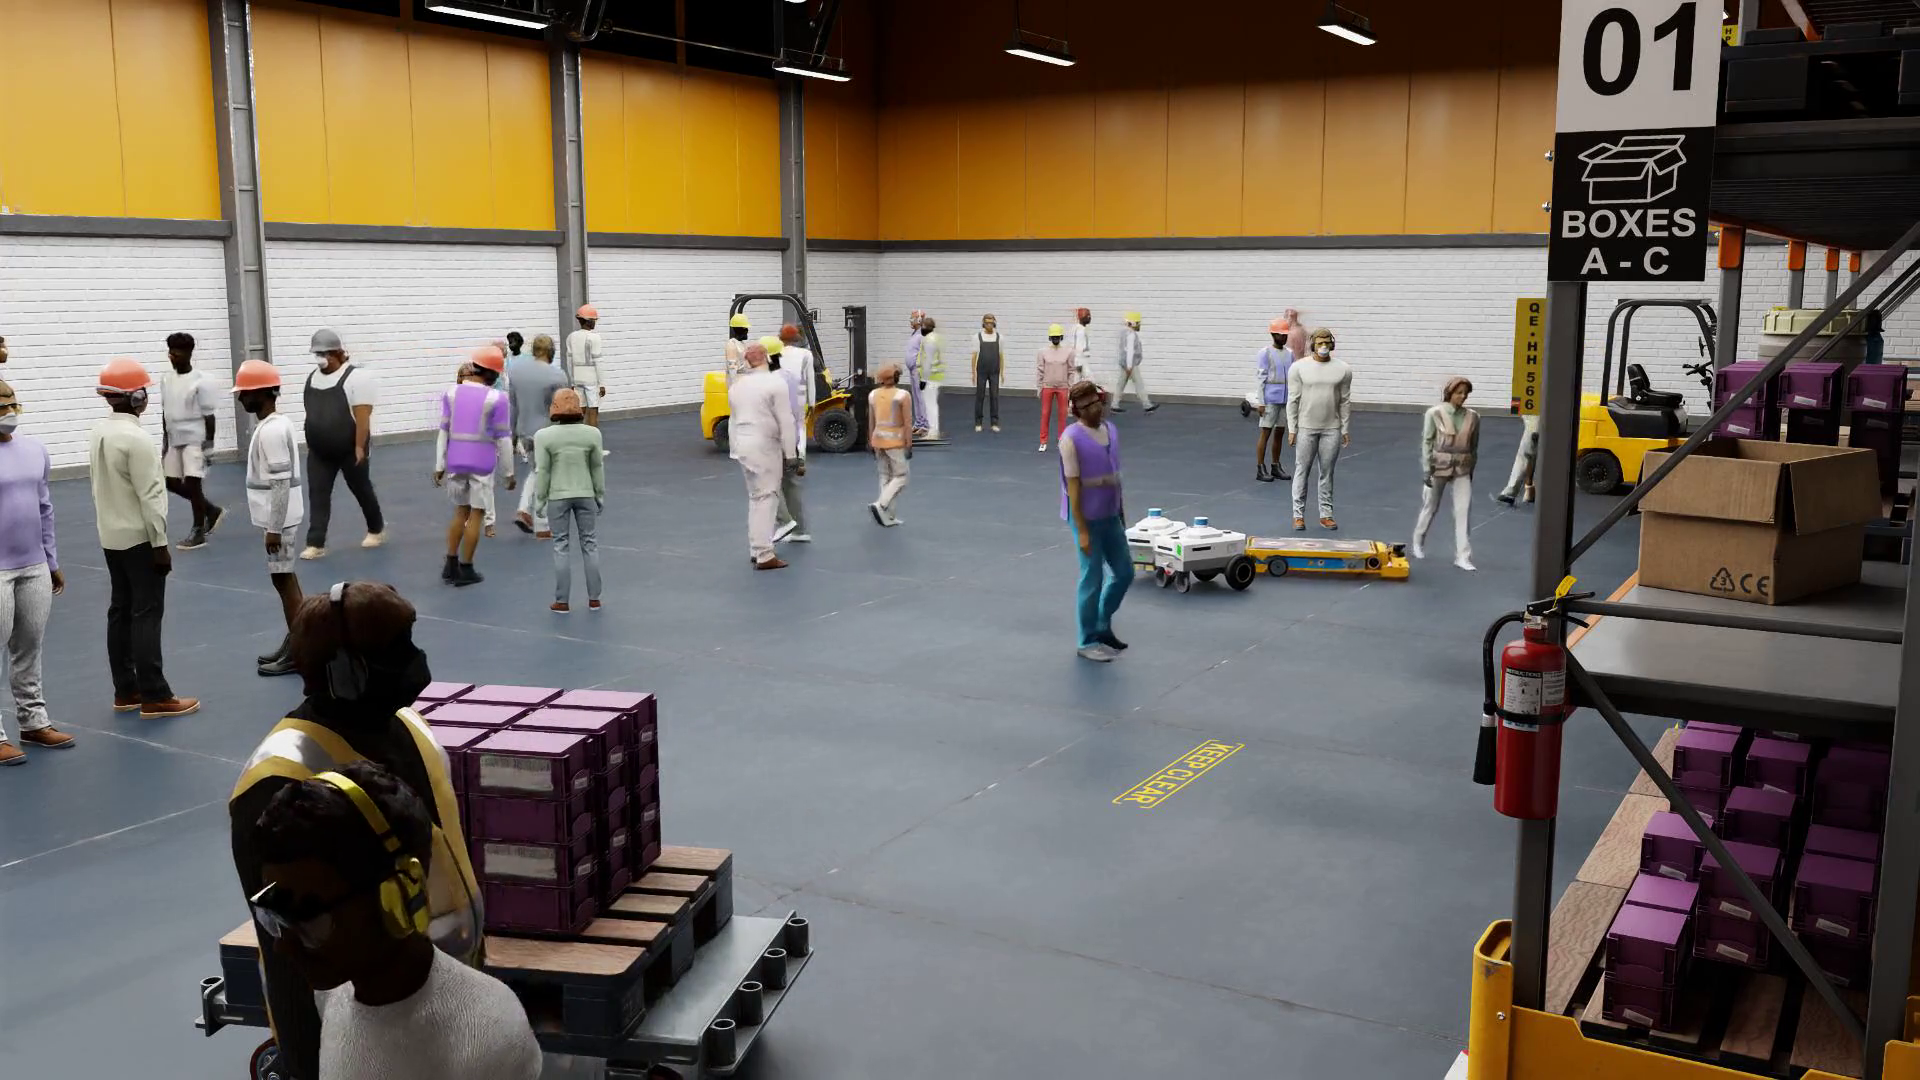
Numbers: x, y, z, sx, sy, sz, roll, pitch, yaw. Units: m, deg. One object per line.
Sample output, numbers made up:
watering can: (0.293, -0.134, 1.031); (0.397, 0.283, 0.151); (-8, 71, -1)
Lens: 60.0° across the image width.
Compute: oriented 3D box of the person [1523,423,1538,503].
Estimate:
person: (6.256, -1.393, 17.708); (0.377, 2.045, 0.605); (-6, 11, -34)

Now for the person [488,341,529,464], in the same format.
person: (-5.792, -1.711, 21.079); (0.881, 1.599, 0.517); (0, 9, 0)

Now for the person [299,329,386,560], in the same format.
person: (-5.430, -0.891, 14.581); (0.678, 2.000, 1.017); (2, 9, 10)

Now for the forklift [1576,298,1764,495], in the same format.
forklift: (7.954, -1.589, 18.462); (2.313, 2.155, 1.214); (5, 11, 30)

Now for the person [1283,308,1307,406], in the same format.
person: (5.417, -2.814, 27.040); (0.531, 1.891, 0.667); (7, 11, 36)

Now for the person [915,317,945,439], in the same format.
person: (-0.440, -2.365, 24.538); (0.434, 1.819, 0.713); (1, 9, 3)

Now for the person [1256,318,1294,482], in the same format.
person: (3.758, -1.656, 19.682); (0.551, 1.934, 0.373); (-6, 11, -34)

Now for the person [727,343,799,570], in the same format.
person: (-1.663, -0.702, 13.925); (0.445, 1.876, 0.695); (-9, 13, -43)

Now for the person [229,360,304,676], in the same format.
person: (-4.223, -0.134, 10.186); (0.377, 1.932, 0.552); (-3, 10, -20)

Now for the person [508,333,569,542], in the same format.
person: (-3.886, -0.946, 15.344); (0.656, 1.907, 0.495); (4, 10, 24)

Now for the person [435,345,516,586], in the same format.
person: (-3.824, -0.587, 13.157); (0.592, 1.887, 0.547); (2, 9, 14)

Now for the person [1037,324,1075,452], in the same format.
person: (1.319, -2.092, 22.933); (0.527, 1.768, 0.331); (0, 9, 1)

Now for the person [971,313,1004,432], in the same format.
person: (0.432, -2.583, 25.757); (0.516, 1.842, 0.328); (-1, 9, -8)

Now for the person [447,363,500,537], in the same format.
person: (-4.539, -0.837, 15.515); (0.507, 1.631, 0.266); (-1, 9, -4)

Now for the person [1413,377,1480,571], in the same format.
person: (4.093, -0.582, 14.013); (0.518, 1.603, 0.815); (-1, 9, -6)

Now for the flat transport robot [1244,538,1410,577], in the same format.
flat transport robot: (2.945, 0.131, 13.707); (1.431, 0.197, 0.652); (2, 9, 10)

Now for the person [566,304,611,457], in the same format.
person: (-4.971, -2.126, 22.283); (0.616, 2.041, 0.382); (6, 11, 34)

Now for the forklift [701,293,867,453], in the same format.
forklift: (-2.458, -2.344, 23.176); (2.313, 2.155, 1.214); (0, 9, -2)

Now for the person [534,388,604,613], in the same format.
person: (-2.828, -0.284, 12.065); (0.507, 1.631, 0.270); (-5, 10, -28)

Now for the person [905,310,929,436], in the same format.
person: (-0.640, -2.545, 25.327); (0.409, 1.907, 0.650); (-3, 10, -17)

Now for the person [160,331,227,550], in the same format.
person: (-6.883, -0.901, 14.928); (0.626, 1.945, 0.560); (4, 10, 25)

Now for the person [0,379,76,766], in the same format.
person: (-4.814, 0.150, 8.406); (0.372, 1.940, 0.631); (3, 10, 17)

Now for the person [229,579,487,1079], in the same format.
person: (-1.198, 0.993, 3.434); (0.429, 1.846, 0.632); (1, 9, 3)

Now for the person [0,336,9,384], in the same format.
person: (-9.203, -1.028, 15.970); (0.513, 1.873, 0.328); (9, 13, 44)

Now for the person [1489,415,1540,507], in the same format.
person: (5.966, -1.216, 17.351); (0.613, 1.797, 0.815); (-8, 12, -41)

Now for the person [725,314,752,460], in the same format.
person: (-2.914, -2.026, 22.019); (0.370, 1.927, 0.588); (1, 9, 5)

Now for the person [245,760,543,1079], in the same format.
person: (-0.669, 1.174, 2.385); (0.557, 1.824, 0.953); (7, 12, 39)

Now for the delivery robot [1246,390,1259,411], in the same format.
delivery robot: (5.156, -2.391, 28.277); (0.477, 0.478, 0.707); (-3, 10, -17)

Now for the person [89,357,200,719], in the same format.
person: (-4.559, -0.008, 9.208); (0.613, 1.997, 0.374); (7, 11, 37)

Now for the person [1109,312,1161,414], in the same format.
person: (3.043, -3.082, 29.044); (0.916, 1.782, 0.608); (-1, 9, -6)

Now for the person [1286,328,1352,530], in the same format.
person: (3.440, -1.058, 15.946); (0.628, 1.940, 0.373); (0, 9, -3)

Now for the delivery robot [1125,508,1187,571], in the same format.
delivery robot: (1.571, -0.011, 13.421); (0.477, 0.478, 0.707); (5, 10, 26)

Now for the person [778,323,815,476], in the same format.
person: (-2.012, -1.638, 19.768); (0.598, 1.871, 0.543); (-2, 9, -15)

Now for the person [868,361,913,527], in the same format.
person: (-0.702, -0.901, 15.960); (0.514, 1.622, 0.536); (7, 11, 37)

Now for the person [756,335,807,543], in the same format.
person: (-1.642, -0.888, 14.992); (0.478, 1.899, 0.610); (3, 10, 18)

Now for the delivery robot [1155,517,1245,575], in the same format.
delivery robot: (1.870, 0.065, 12.947); (0.707, 0.478, 0.477); (-5, 11, -30)

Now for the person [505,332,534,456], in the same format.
person: (-6.004, -1.953, 22.373); (0.549, 1.664, 0.786); (3, 10, 20)

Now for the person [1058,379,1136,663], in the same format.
person: (0.847, -0.115, 10.493); (0.394, 1.806, 0.681); (7, 12, 38)

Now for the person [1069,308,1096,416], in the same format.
person: (2.182, -3.037, 28.515); (0.678, 1.862, 0.616); (0, 9, -1)
